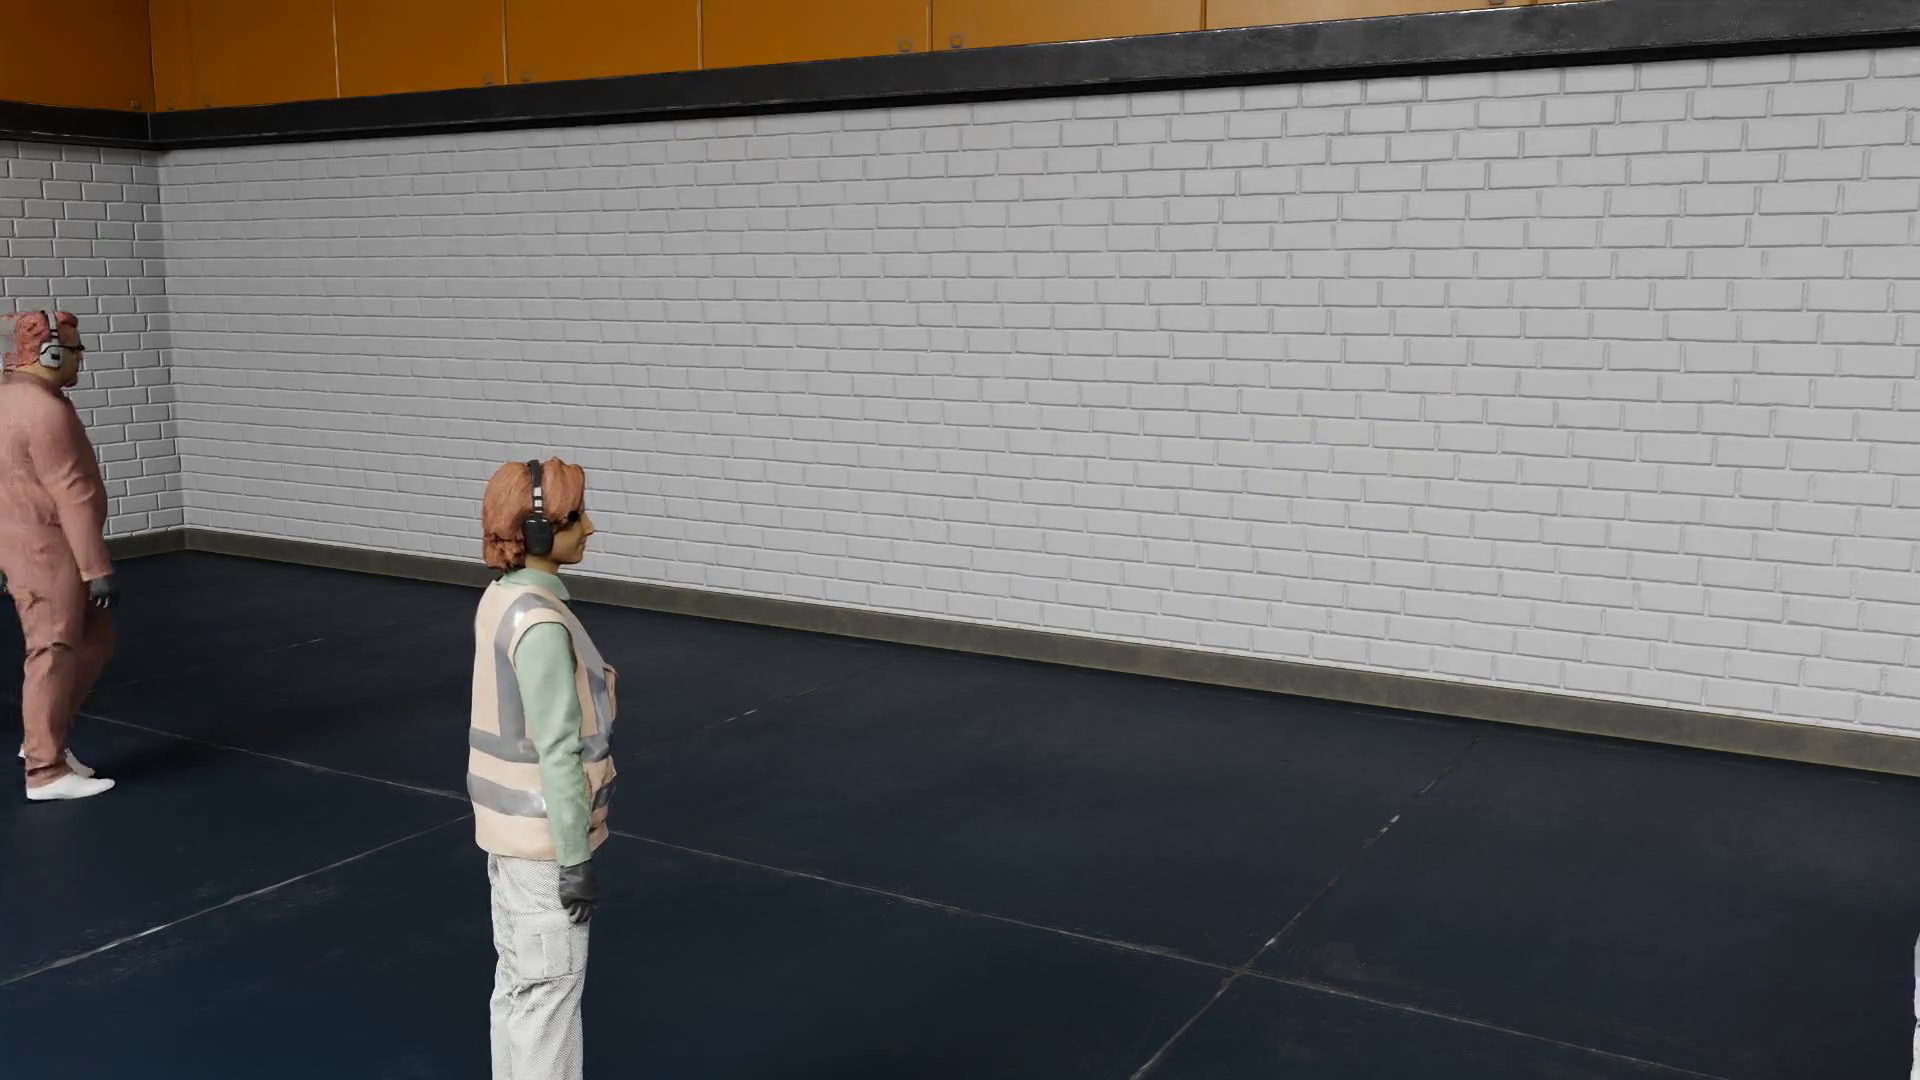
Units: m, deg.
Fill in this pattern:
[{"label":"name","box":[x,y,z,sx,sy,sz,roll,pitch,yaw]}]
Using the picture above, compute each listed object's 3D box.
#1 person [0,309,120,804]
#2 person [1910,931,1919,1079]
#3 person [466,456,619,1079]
[{"label":"person","box":[-3.444,0.070,6.354,0.446,1.885,0.650,-7,12,-39]},{"label":"person","box":[1.313,0.809,1.758,0.733,1.897,0.471,5,10,28]},{"label":"person","box":[-0.889,0.641,3.567,0.309,1.641,0.514,-4,10,-26]}]
